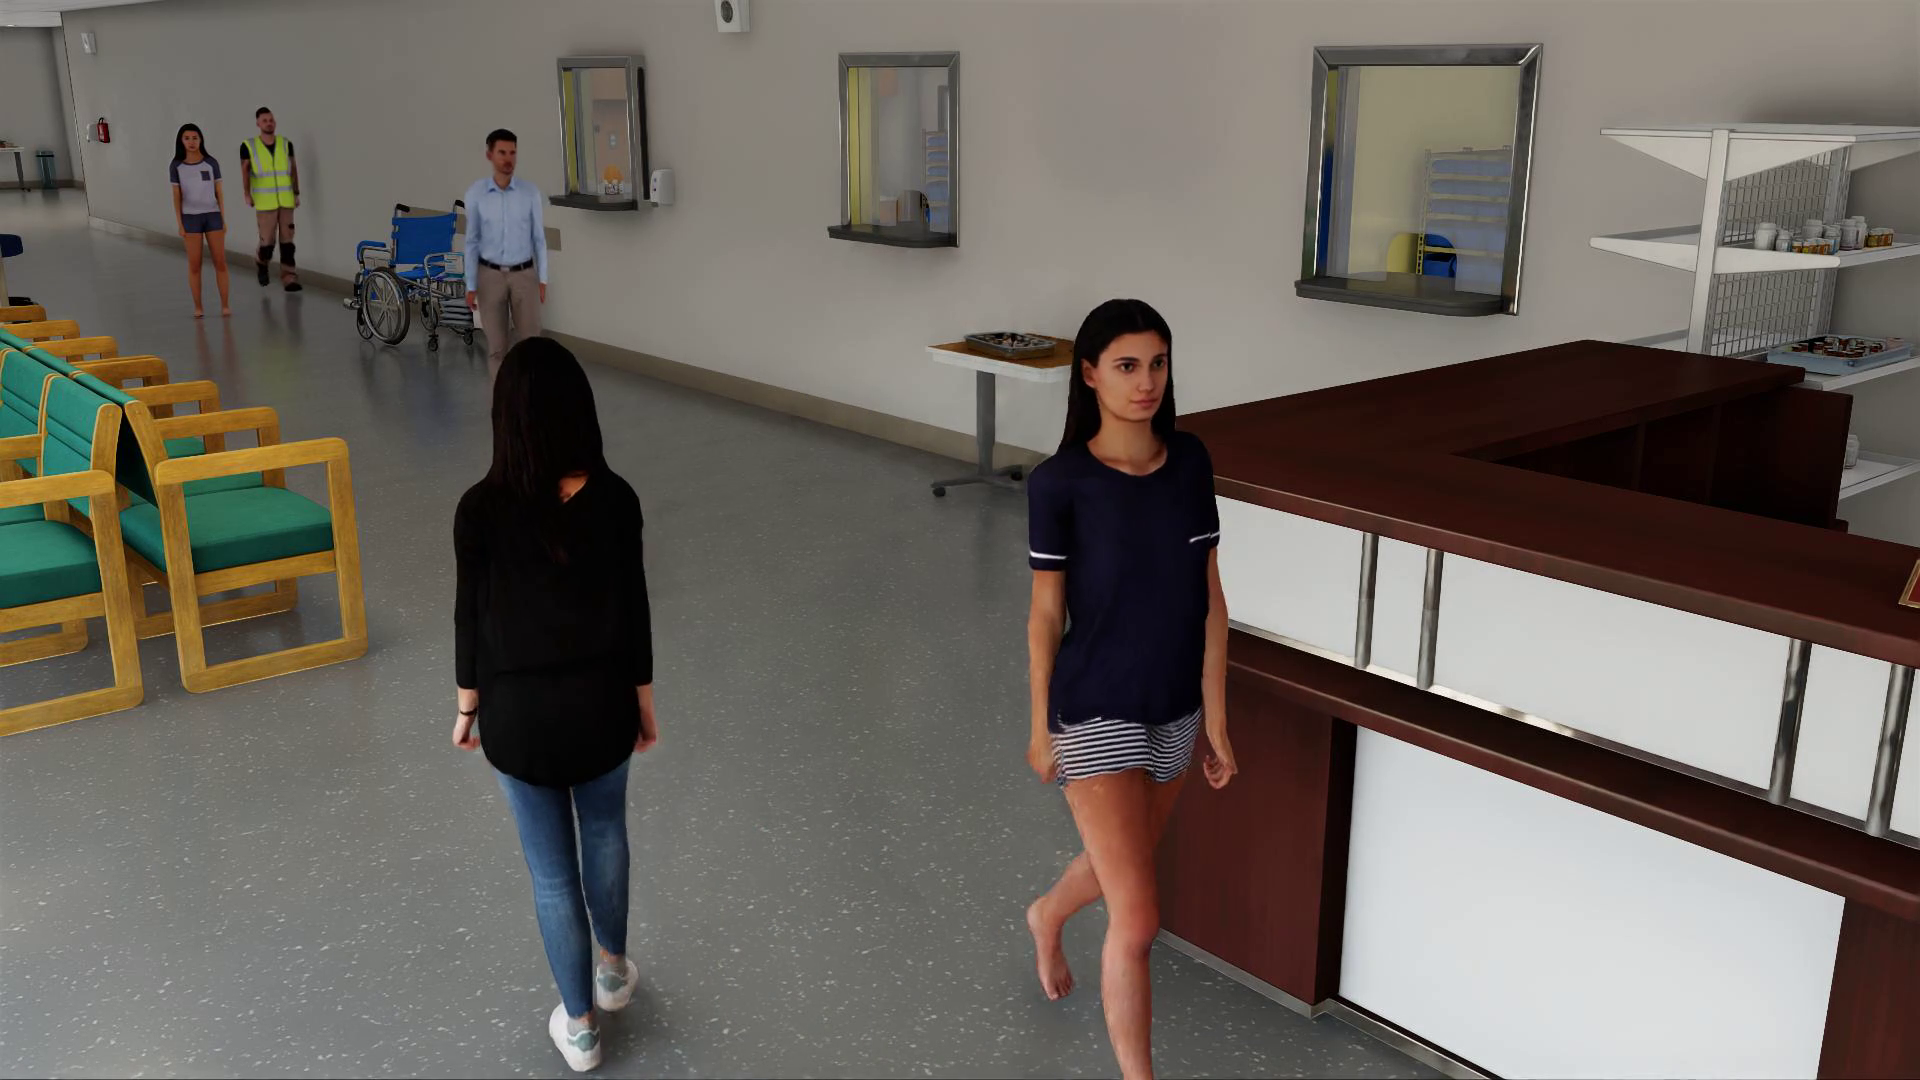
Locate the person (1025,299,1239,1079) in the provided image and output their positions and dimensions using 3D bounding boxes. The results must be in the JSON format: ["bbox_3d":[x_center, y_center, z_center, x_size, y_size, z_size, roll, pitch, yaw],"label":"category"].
[{"bbox_3d":[0.316,0.375,3.522,1.121,1.722,0.835,-7,17,-24],"label":"person"}]

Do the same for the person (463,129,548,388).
[{"bbox_3d":[-2.830,-1.615,10.379,0.779,1.831,0.859,-4,16,-14],"label":"person"}]

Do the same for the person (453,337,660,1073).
[{"bbox_3d":[-0.858,0.395,3.614,0.652,1.633,0.726,-7,17,-23],"label":"person"}]

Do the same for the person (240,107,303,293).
[{"bbox_3d":[-6.947,-3.428,16.808,0.758,1.833,0.753,-13,21,-40],"label":"person"}]

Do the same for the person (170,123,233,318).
[{"bbox_3d":[-6.888,-2.899,15.115,0.491,1.732,0.669,-9,18,-29],"label":"person"}]
